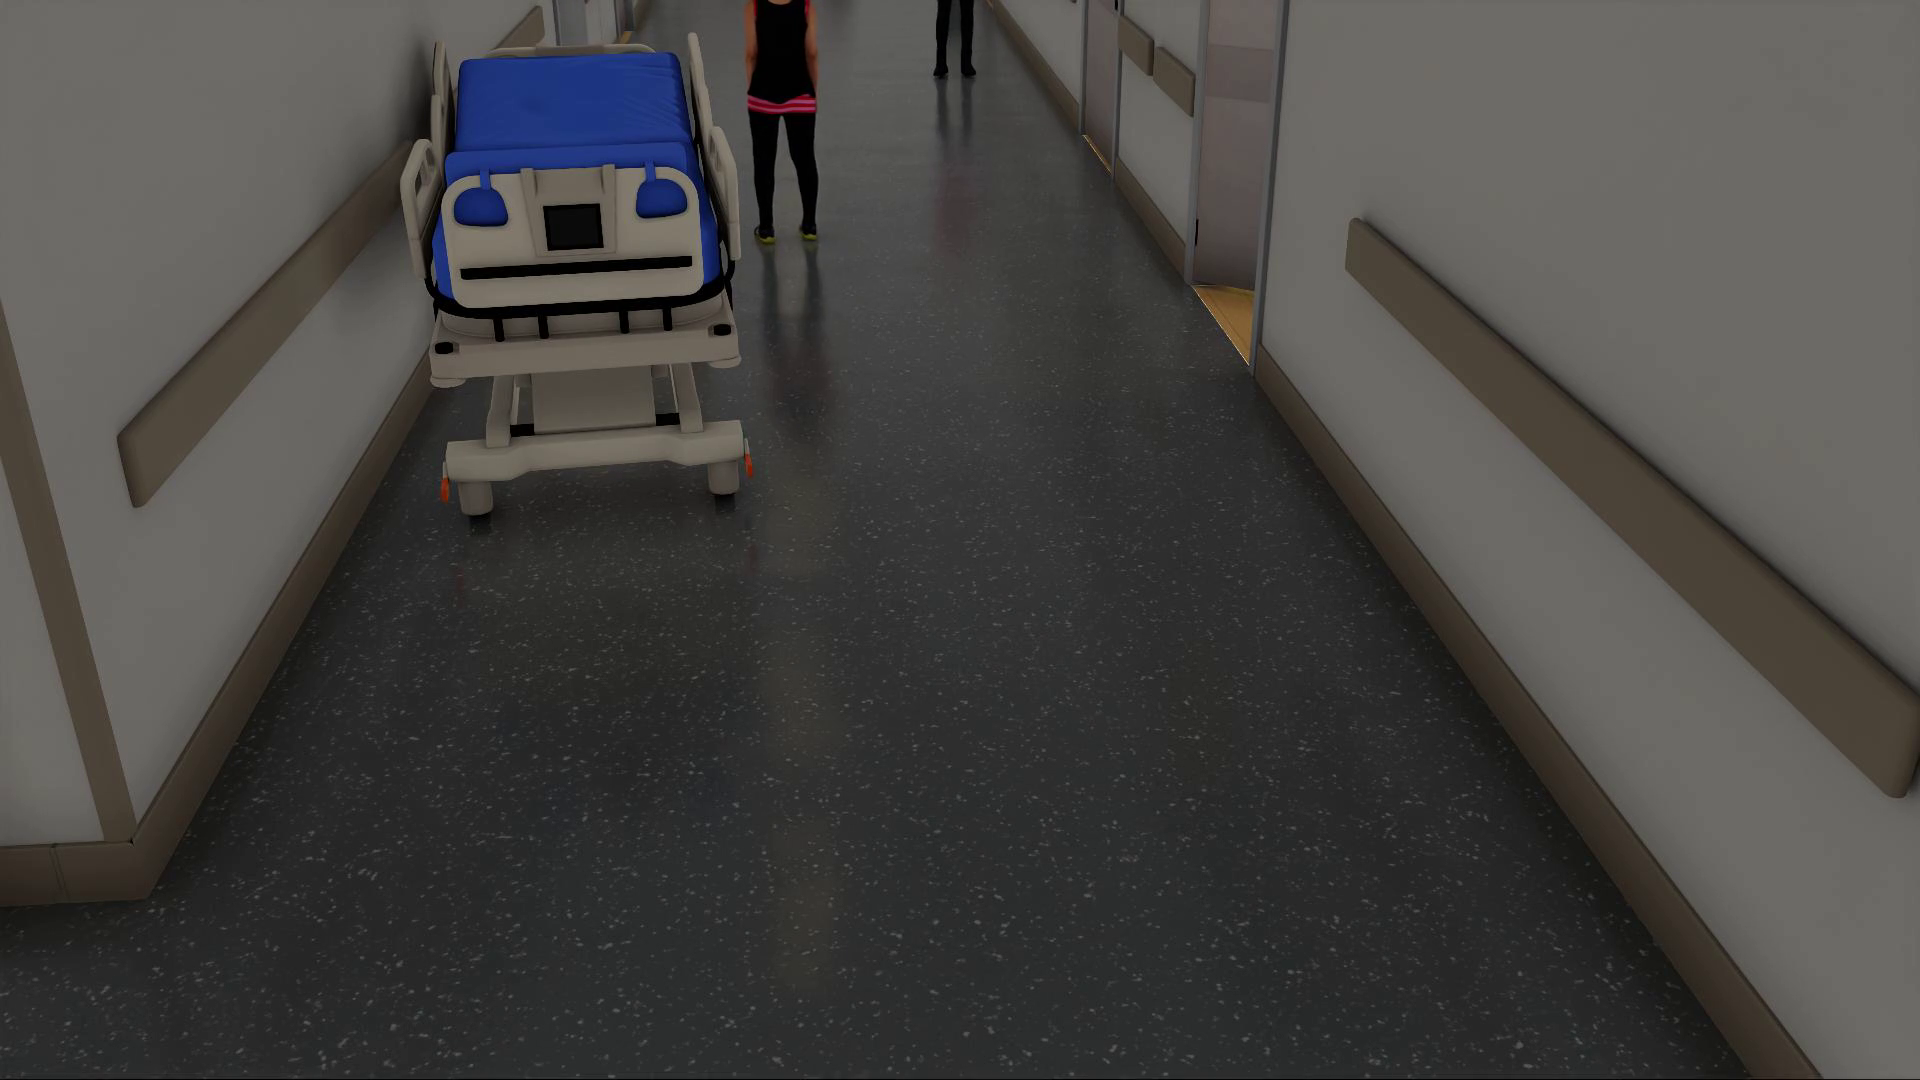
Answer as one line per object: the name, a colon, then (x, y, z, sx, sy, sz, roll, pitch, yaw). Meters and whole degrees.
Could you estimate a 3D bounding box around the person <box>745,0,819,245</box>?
person: (-0.932, -2.348, 8.744, 0.474, 1.552, 0.612, -6, 26, -11)

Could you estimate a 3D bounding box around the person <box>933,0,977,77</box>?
person: (-0.024, -4.582, 13.087, 0.510, 1.803, 0.678, -2, 26, -4)
